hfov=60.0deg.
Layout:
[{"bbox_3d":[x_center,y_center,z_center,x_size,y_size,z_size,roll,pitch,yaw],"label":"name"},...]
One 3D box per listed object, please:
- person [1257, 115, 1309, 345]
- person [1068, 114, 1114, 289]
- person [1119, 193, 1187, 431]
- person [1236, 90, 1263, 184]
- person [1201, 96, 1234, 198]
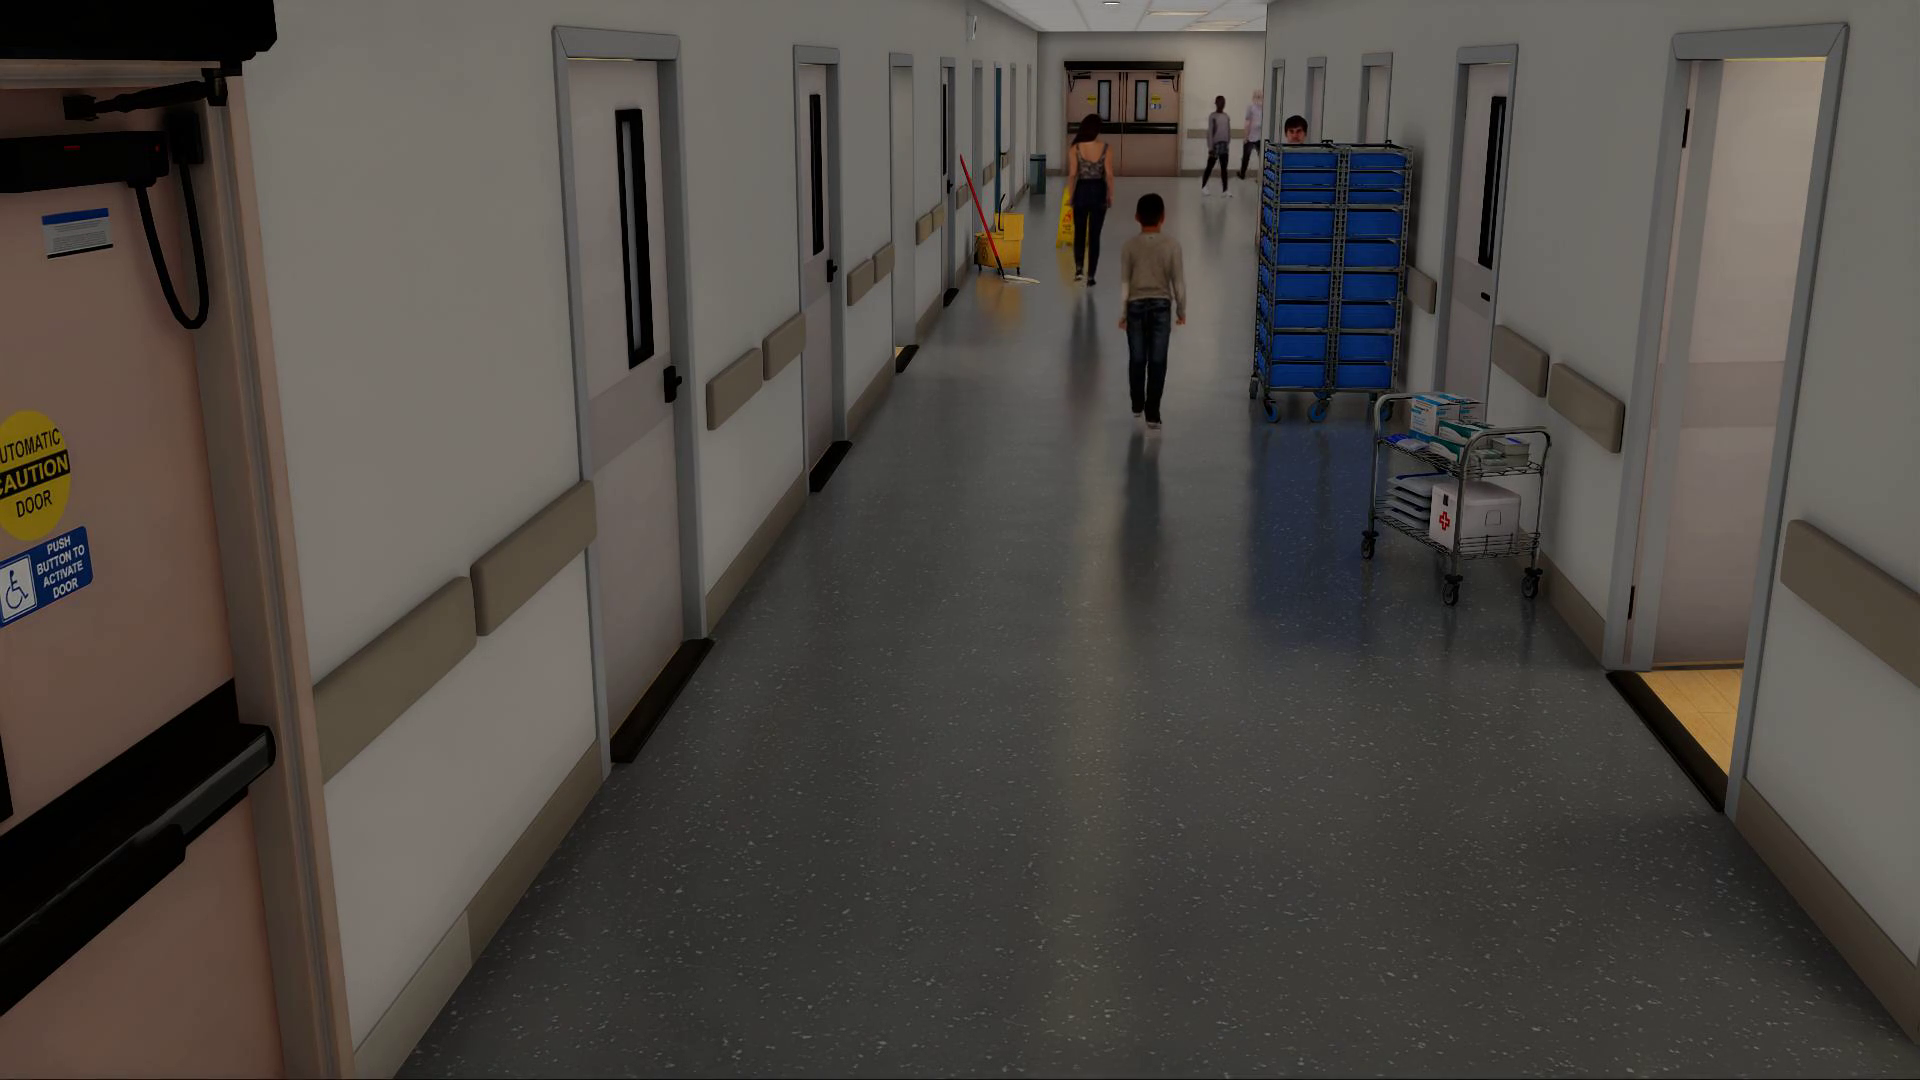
[{"bbox_3d":[2.696,-2.532,13.616,0.655,1.843,0.522,2,16,6],"label":"person"},{"bbox_3d":[1.340,-3.486,17.168,0.630,1.752,0.662,3,16,10],"label":"person"},{"bbox_3d":[1.169,-1.371,10.262,0.624,1.429,1.023,3,16,11],"label":"person"},{"bbox_3d":[5.884,-7.948,32.927,0.931,1.790,1.273,-3,16,-11],"label":"person"},{"bbox_3d":[4.503,-6.931,29.427,1.013,1.731,1.263,-7,17,-23],"label":"person"}]
